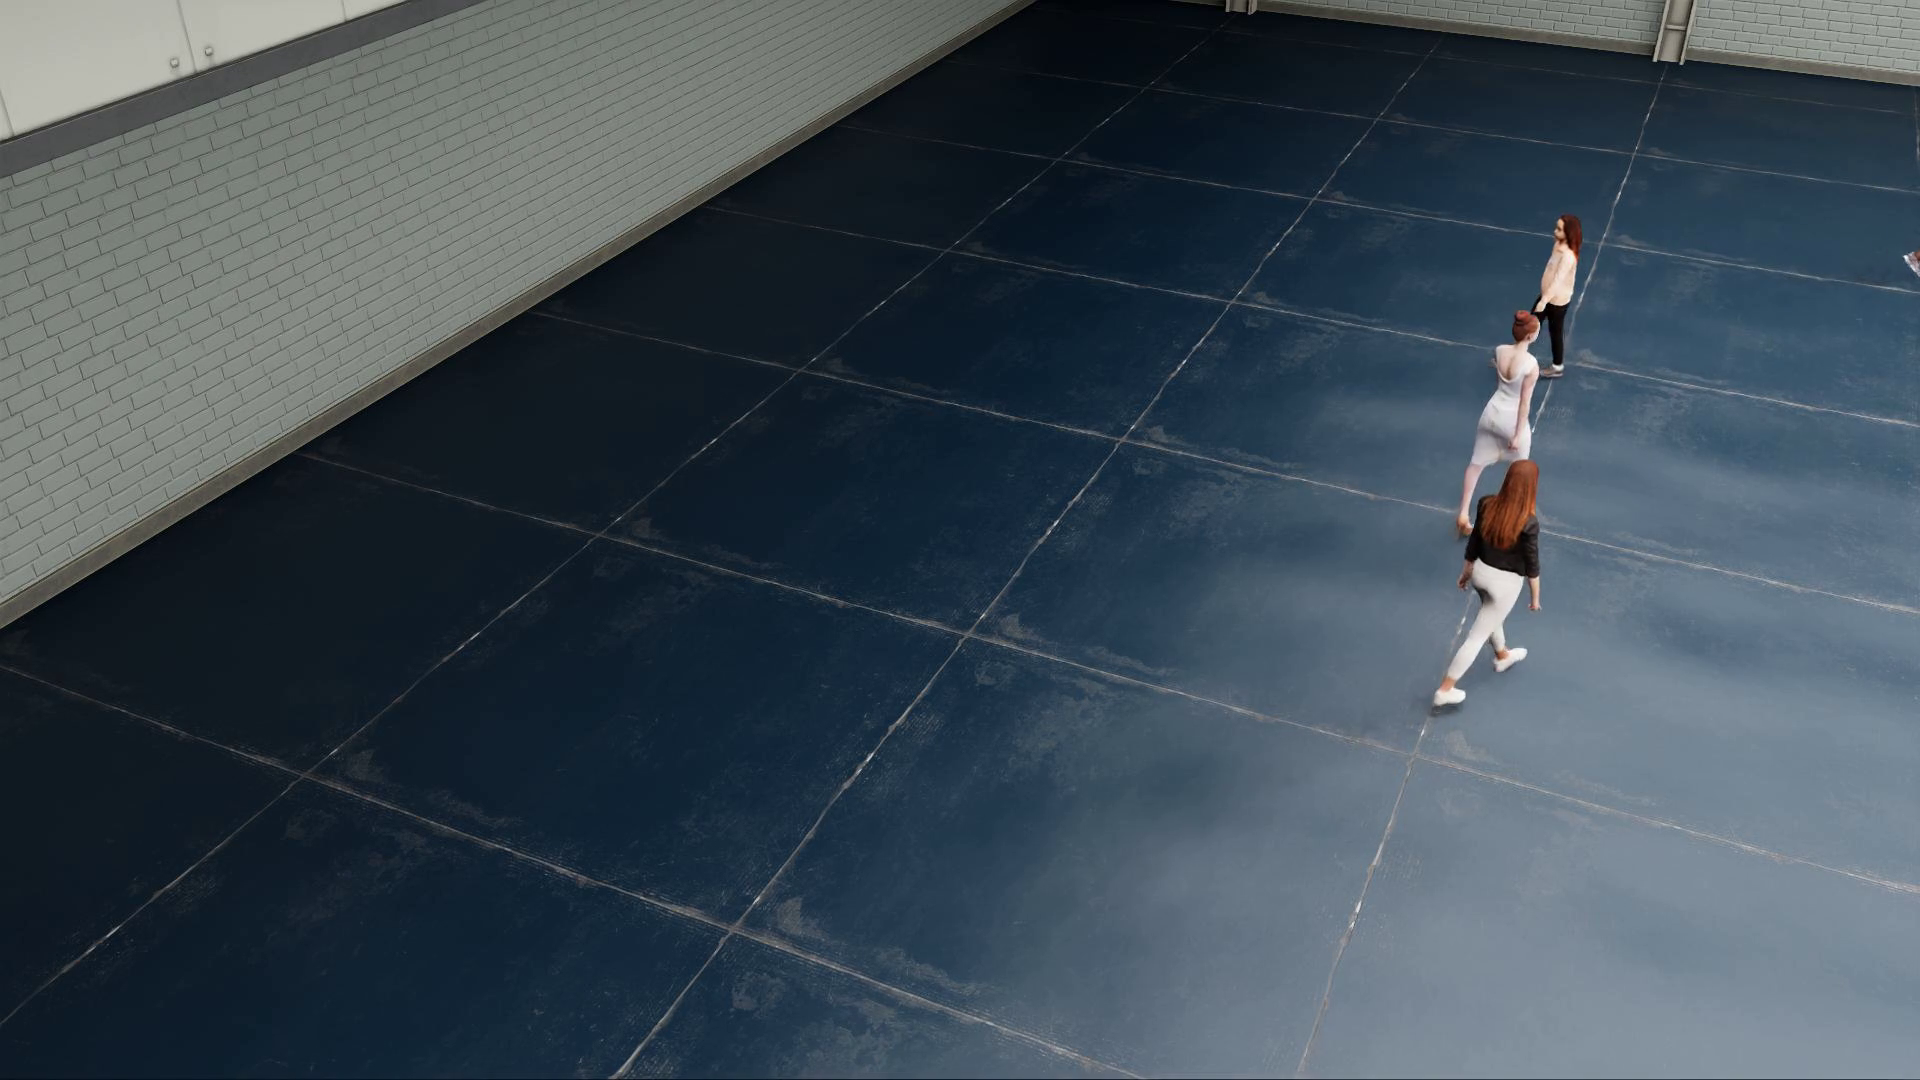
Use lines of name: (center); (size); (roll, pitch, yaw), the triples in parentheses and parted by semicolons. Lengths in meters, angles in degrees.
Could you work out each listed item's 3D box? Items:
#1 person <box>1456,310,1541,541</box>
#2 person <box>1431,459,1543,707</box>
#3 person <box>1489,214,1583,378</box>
person: (3.765, -0.780, 11.797); (0.956, 1.764, 0.982); (-18, 37, -27)
person: (3.225, 0.303, 10.179); (1.075, 1.660, 1.149); (-19, 37, -27)
person: (5.090, -2.033, 14.072); (0.965, 1.457, 0.813); (-2, 32, -3)
